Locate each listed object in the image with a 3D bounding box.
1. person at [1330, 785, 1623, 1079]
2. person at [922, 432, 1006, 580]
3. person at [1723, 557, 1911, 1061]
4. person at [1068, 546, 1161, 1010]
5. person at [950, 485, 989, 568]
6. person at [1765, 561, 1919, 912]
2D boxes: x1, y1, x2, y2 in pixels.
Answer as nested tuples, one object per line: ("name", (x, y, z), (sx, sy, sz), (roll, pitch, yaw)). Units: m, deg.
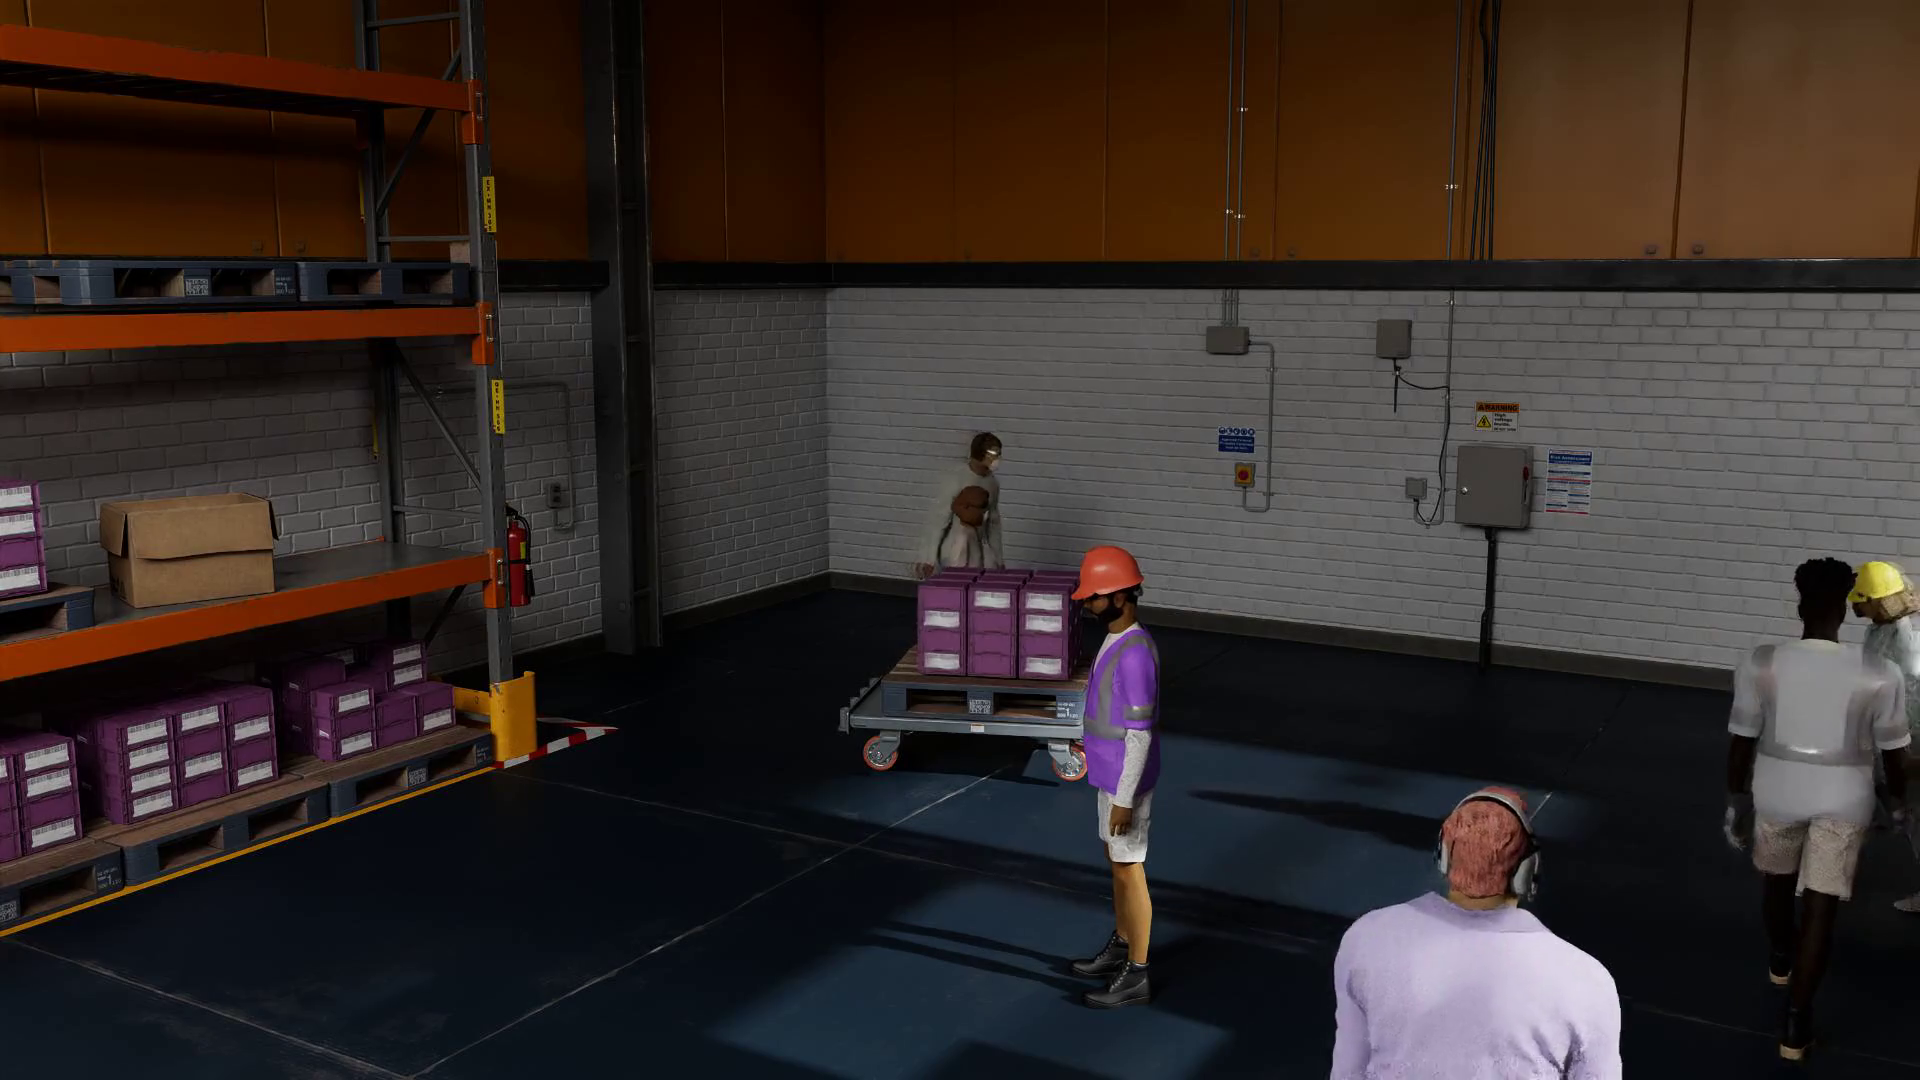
("person", (1.164, 1.501, 3.839), (0.660, 1.862, 0.989), (6, 11, 34))
("person", (0.061, 0.145, 12.231), (0.887, 1.873, 0.640), (5, 10, 28))
("person", (3.429, 1.011, 6.655), (0.621, 1.912, 0.989), (7, 11, 35))
("person", (0.638, 0.975, 6.889), (0.373, 1.928, 0.543), (0, 9, -3))
("person", (-0.052, 0.401, 11.512), (0.734, 1.598, 0.537), (2, 9, 9))
("person", (4.339, 0.935, 7.874), (0.874, 1.676, 0.496), (3, 9, 16))
